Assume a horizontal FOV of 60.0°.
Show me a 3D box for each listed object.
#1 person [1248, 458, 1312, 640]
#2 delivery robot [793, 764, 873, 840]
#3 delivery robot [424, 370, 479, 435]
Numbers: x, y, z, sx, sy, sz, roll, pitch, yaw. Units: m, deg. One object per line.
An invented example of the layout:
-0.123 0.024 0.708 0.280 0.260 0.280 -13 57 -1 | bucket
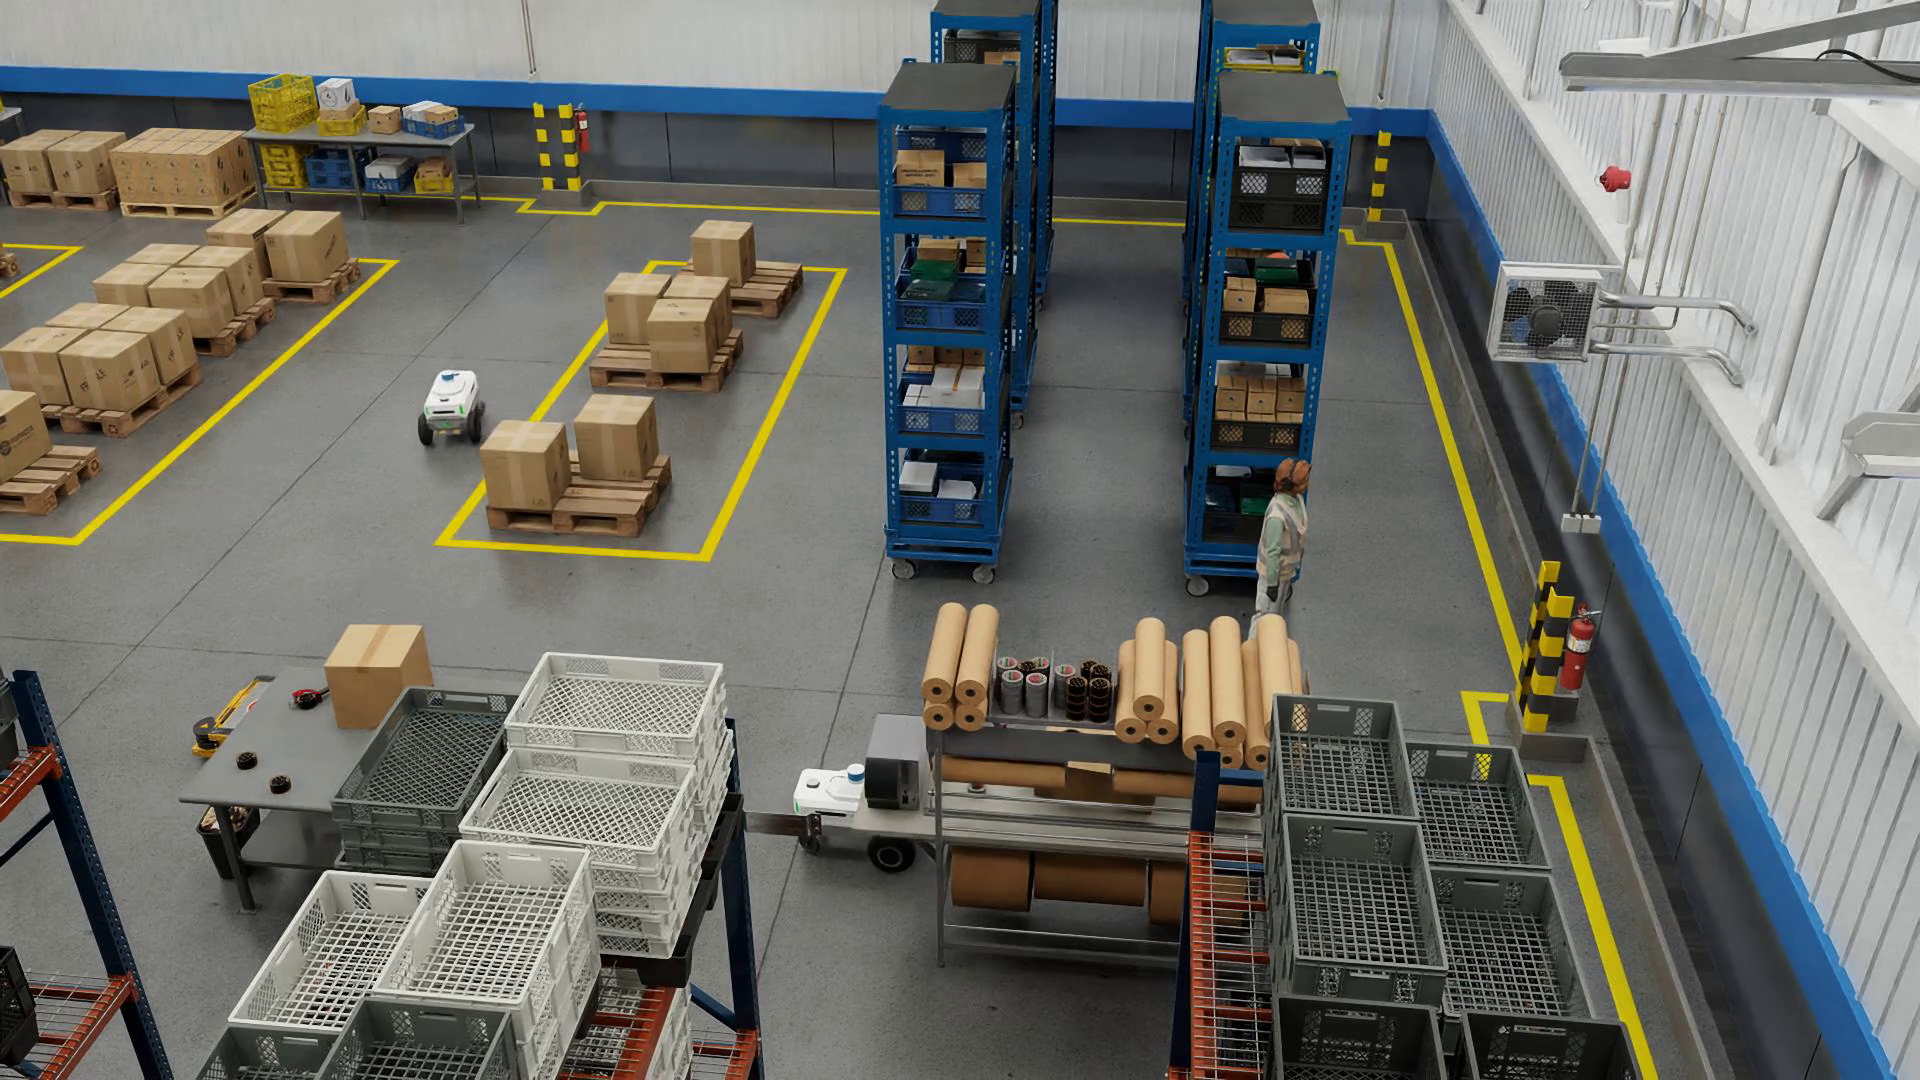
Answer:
2.101 0.195 10.966 0.312 1.632 0.514 13 33 22 | person
-0.599 1.520 9.665 0.707 0.478 0.477 4 31 7 | delivery robot
-4.402 -1.231 14.391 0.477 0.478 0.707 -3 30 -5 | delivery robot
